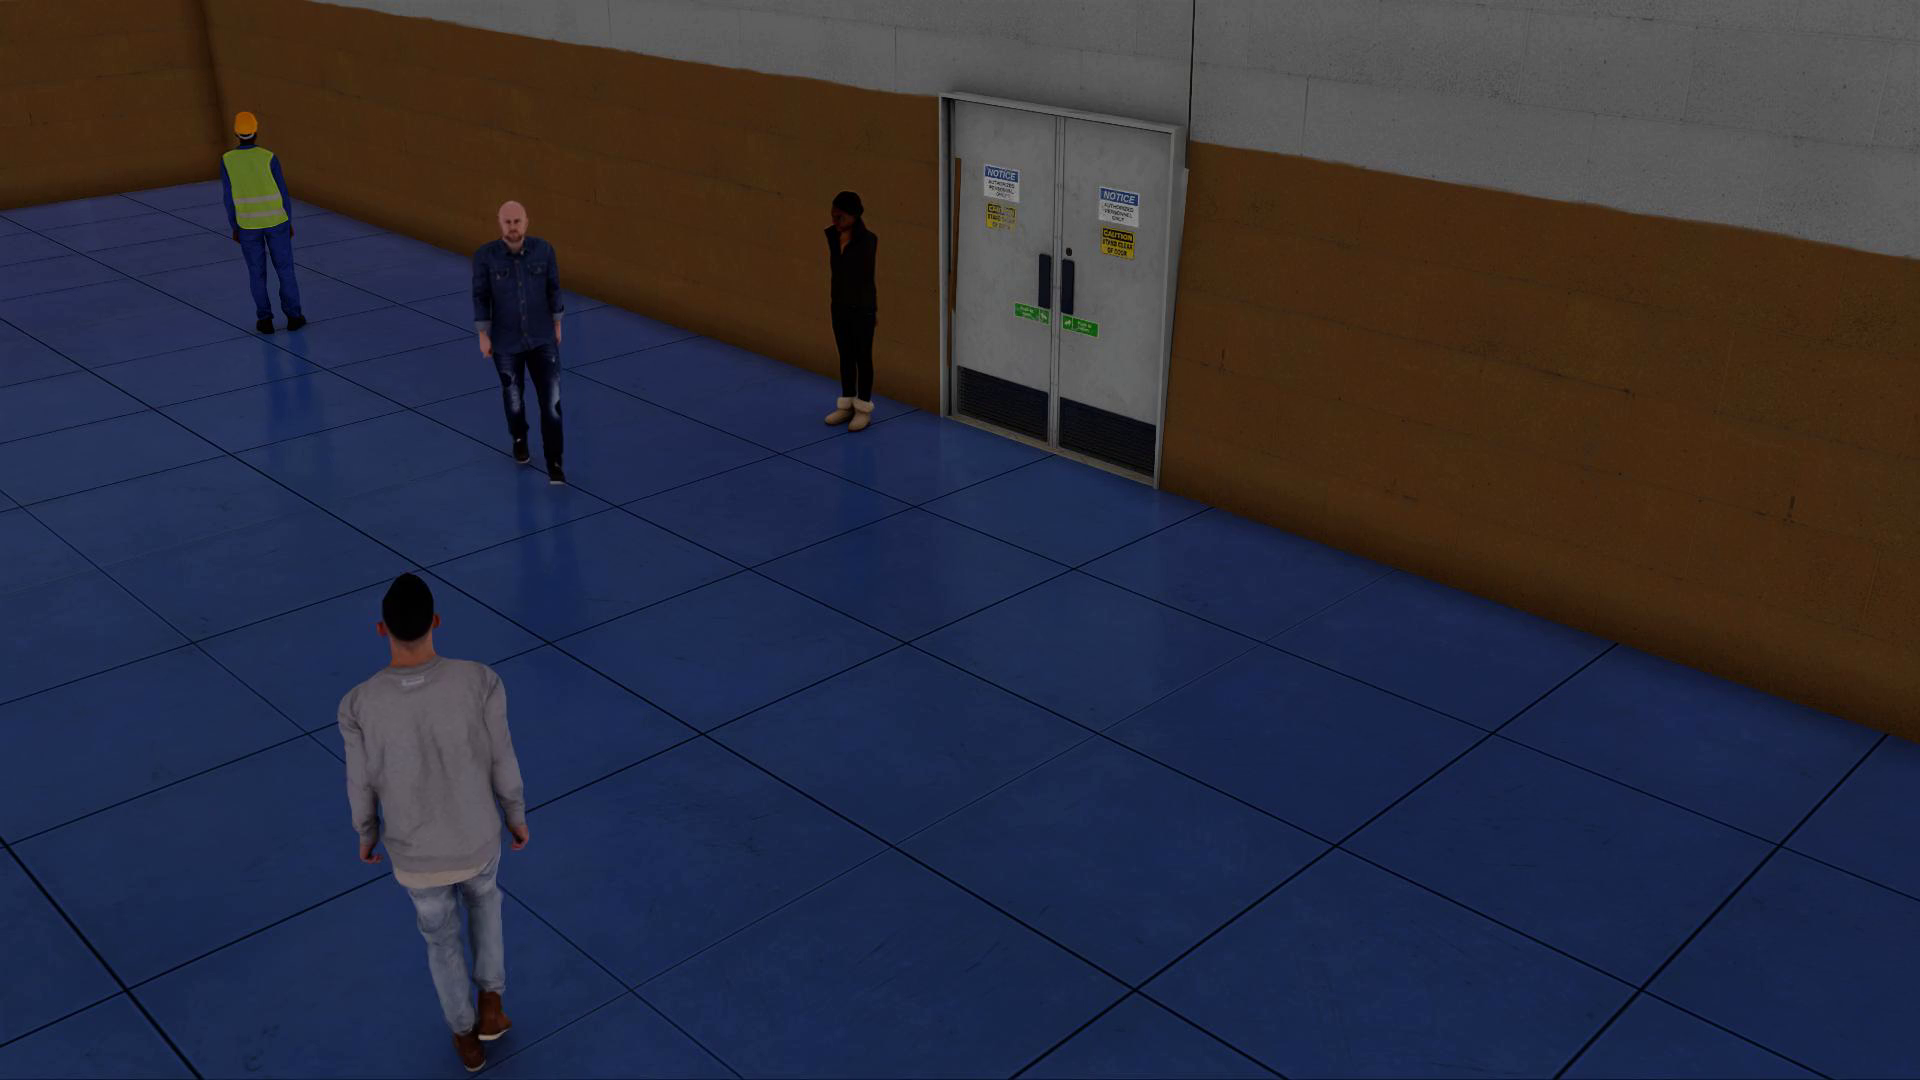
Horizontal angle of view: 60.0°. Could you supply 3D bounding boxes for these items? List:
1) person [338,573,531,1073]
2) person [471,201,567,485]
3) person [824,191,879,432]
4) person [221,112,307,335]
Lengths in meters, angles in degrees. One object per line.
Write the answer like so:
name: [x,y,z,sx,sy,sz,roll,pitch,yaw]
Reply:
person: [-1.685,0.998,5.469,0.698,1.827,0.851,-9,25,-20]
person: [-2.826,-1.277,10.730,1.243,1.777,1.138,-8,25,-17]
person: [-0.743,-1.628,11.679,0.617,1.659,0.676,17,29,34]
person: [-5.781,-2.622,13.759,0.660,1.813,0.802,-10,25,-21]
